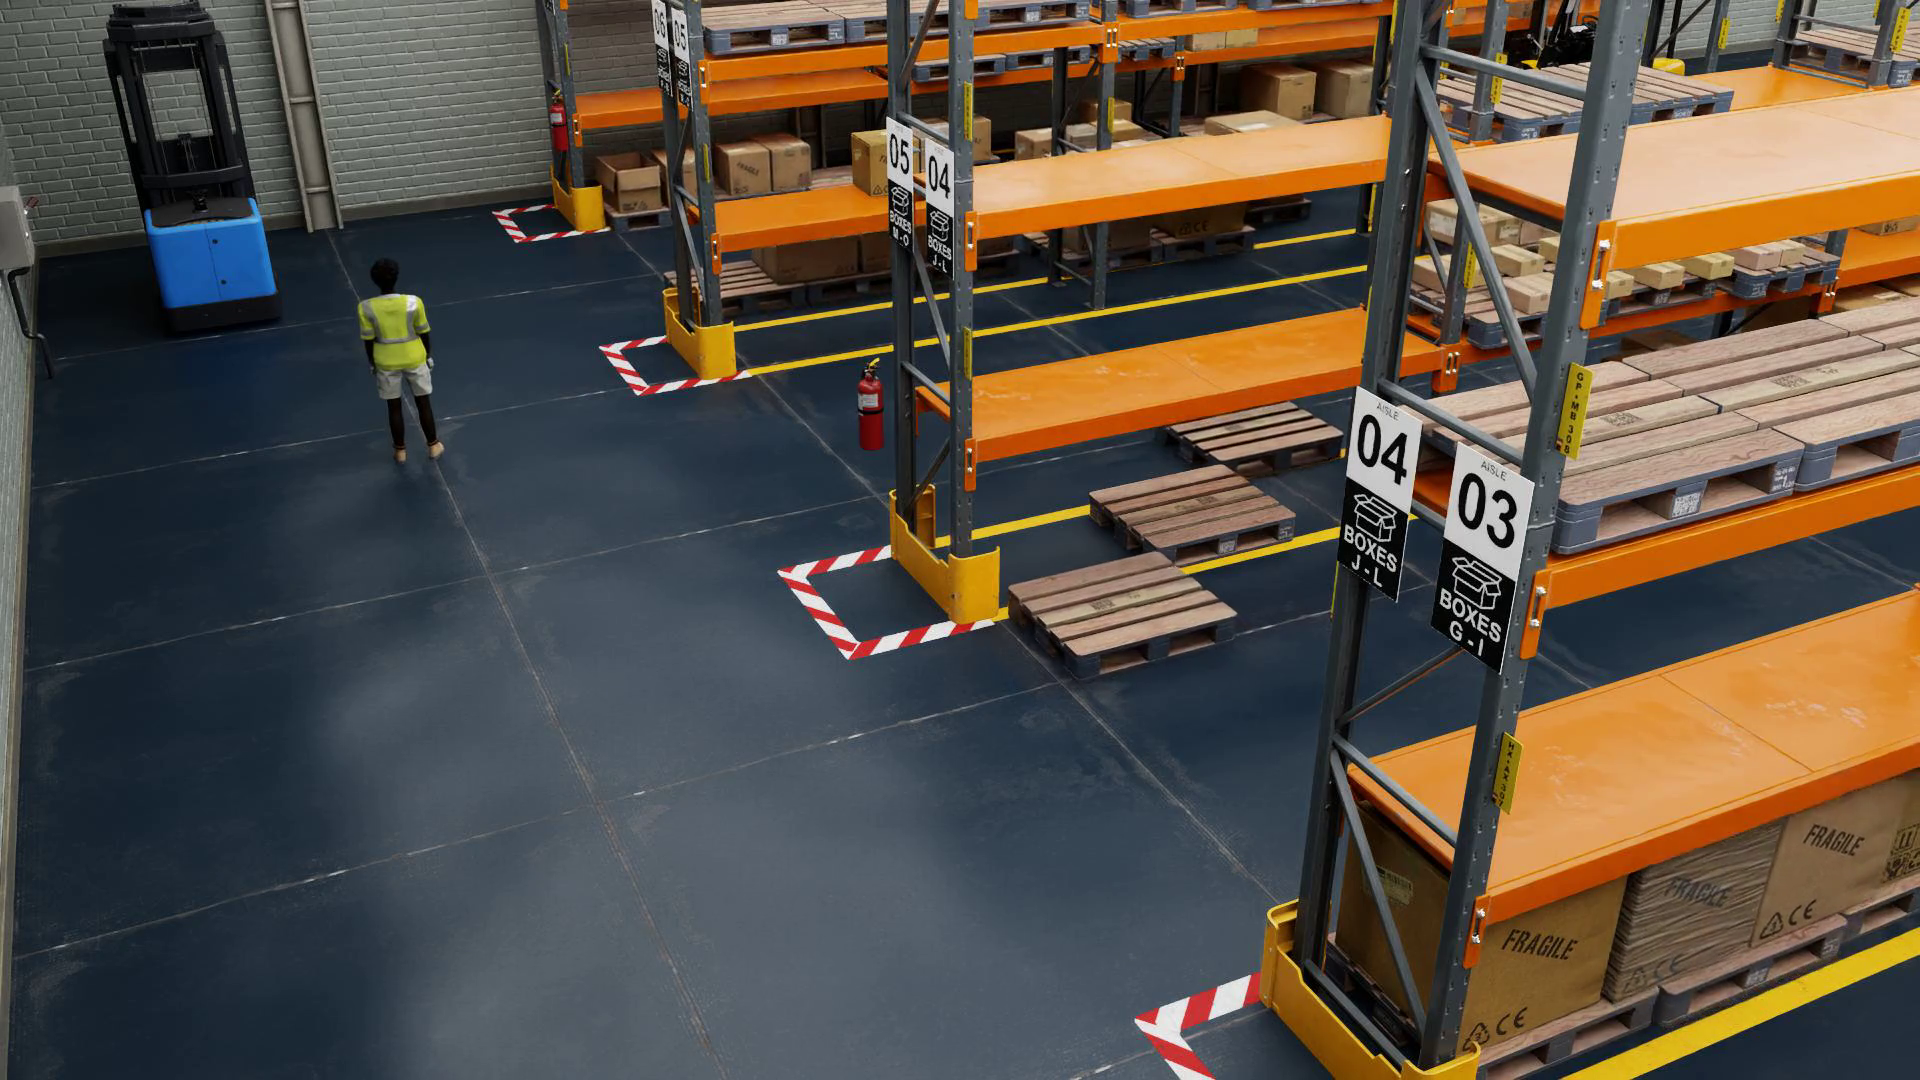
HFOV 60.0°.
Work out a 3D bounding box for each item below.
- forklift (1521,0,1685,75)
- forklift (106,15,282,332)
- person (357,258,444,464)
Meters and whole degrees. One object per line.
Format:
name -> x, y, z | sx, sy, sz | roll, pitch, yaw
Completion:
forklift -> 8.950, -6.807, 23.056 | 1.214, 2.155, 2.313 | -12, 30, -22
forklift -> -7.548, -3.672, 16.323 | 1.129, 2.768, 1.873 | -12, 30, -22
person -> -4.463, -1.421, 13.269 | 0.530, 1.697, 0.321 | -7, 28, -13
